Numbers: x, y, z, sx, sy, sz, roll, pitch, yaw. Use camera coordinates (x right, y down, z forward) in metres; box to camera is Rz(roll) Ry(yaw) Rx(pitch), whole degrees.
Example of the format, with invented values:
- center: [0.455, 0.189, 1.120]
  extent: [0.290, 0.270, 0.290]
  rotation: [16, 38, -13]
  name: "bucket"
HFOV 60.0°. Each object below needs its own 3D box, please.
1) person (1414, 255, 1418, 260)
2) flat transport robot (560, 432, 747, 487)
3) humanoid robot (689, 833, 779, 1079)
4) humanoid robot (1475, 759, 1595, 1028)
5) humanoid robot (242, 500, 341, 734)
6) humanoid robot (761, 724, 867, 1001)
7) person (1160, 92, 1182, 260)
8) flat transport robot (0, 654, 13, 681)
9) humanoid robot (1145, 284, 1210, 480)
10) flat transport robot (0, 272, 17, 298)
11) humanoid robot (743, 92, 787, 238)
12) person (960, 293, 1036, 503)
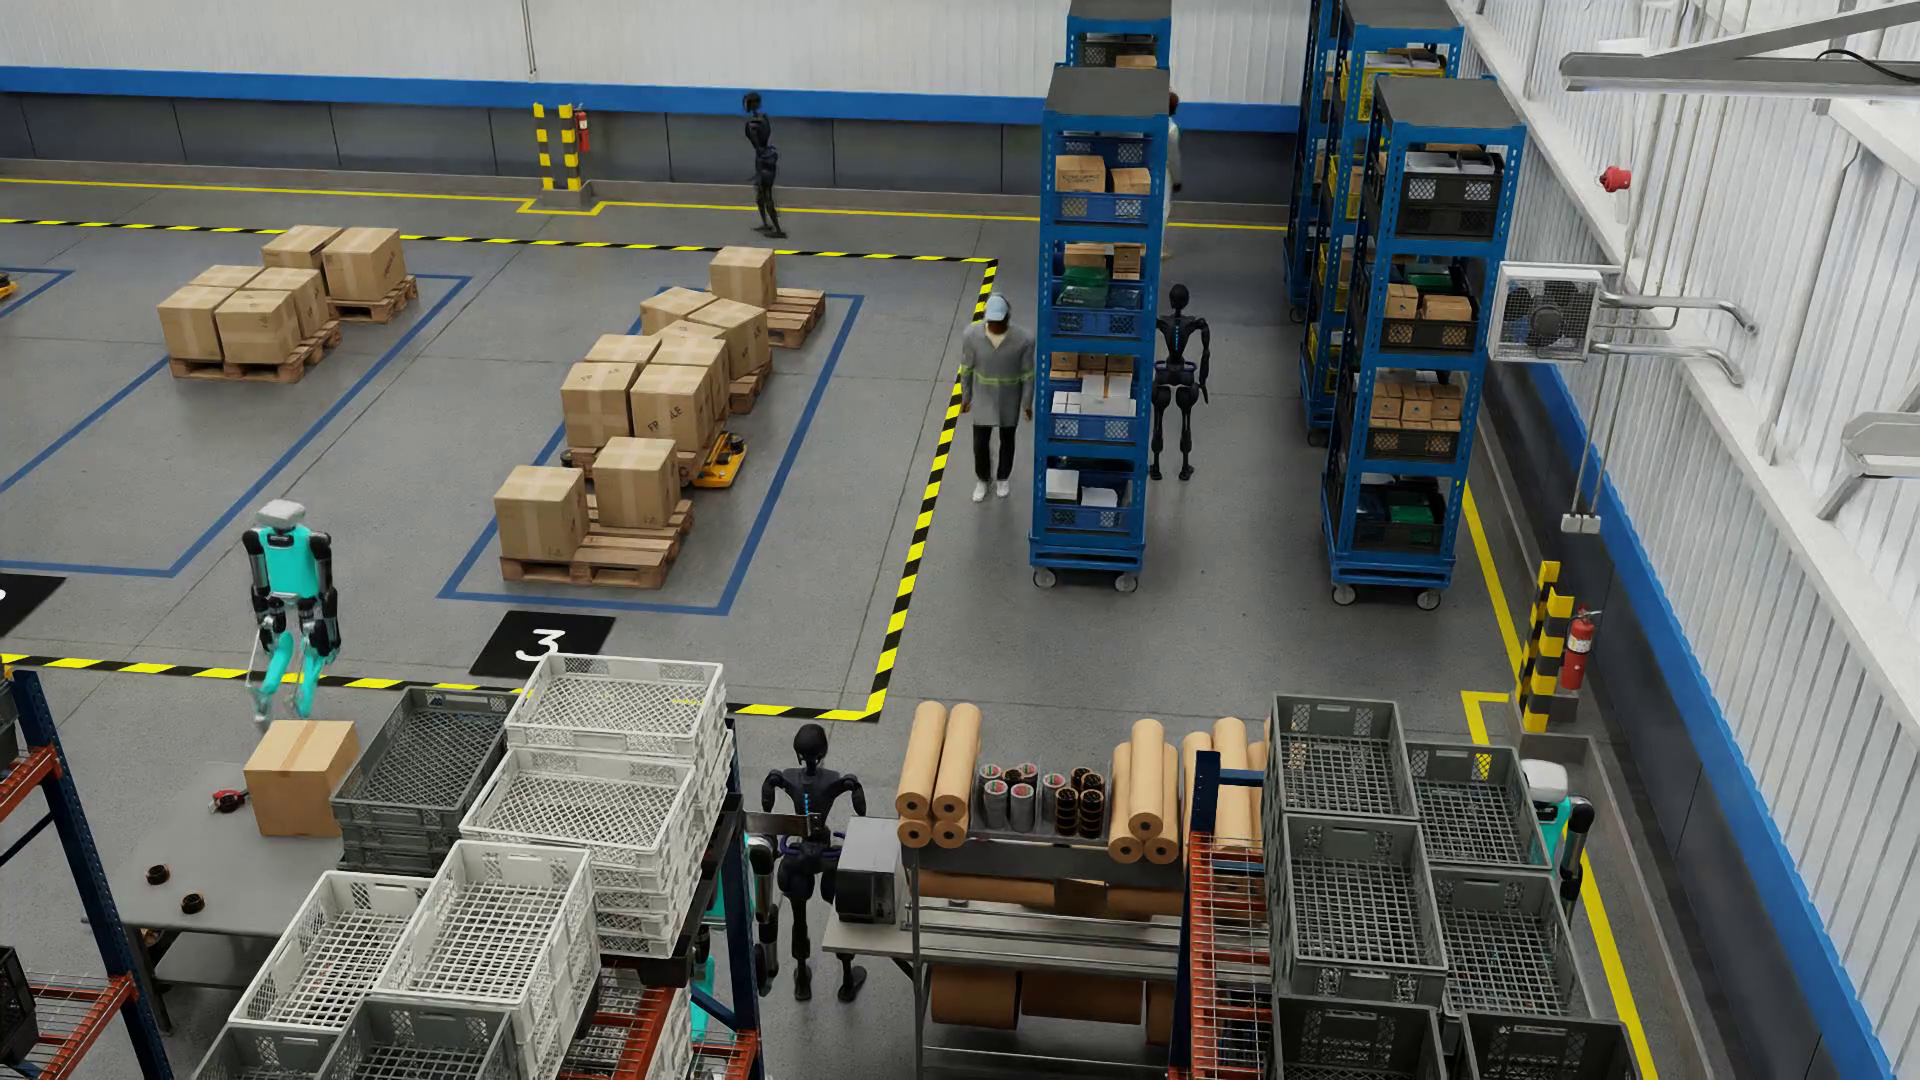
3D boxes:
- center: [3.970, -2.644, 15.555]
  extent: [0.634, 1.937, 0.351]
  rotation: [3, 30, 5]
  name: "person"
- center: [-2.554, -0.707, 13.861]
  extent: [1.431, 0.197, 0.652]
  rotation: [3, 30, 6]
  name: "flat transport robot"
- center: [-1.123, 2.030, 7.598]
  extent: [0.533, 1.673, 0.735]
  rotation: [3, 30, 6]
  name: "humanoid robot"
- center: [2.661, 1.884, 7.845]
  extent: [0.533, 1.677, 0.735]
  rotation: [3, 30, 6]
  name: "humanoid robot"
- center: [-4.060, 0.698, 10.031]
  extent: [0.541, 1.786, 0.779]
  rotation: [4, 30, 6]
  name: "humanoid robot"
- center: [-0.734, 1.637, 8.449]
  extent: [0.599, 1.655, 0.315]
  rotation: [3, 30, 6]
  name: "humanoid robot"
- center: [2.107, -3.944, 17.925]
  extent: [0.495, 1.808, 0.726]
  rotation: [-21, 36, -32]
  name: "person"
- center: [-7.142, 0.969, 11.010]
  extent: [1.431, 0.231, 0.659]
  rotation: [3, 30, 6]
  name: "flat transport robot"
- center: [1.720, -1.278, 13.456]
  extent: [0.599, 1.655, 0.315]
  rotation: [3, 30, 6]
  name: "humanoid robot"
- center: [-10.573, -2.580, 17.077]
  extent: [1.431, 0.197, 0.652]
  rotation: [3, 30, 6]
  name: "flat transport robot"
- center: [-2.177, -4.132, 18.380]
  extent: [0.427, 1.646, 0.613]
  rotation: [1, 30, 1]
  name: "humanoid robot"
- center: [0.296, -1.116, 13.056]
  extent: [0.590, 1.815, 0.600]
  rotation: [3, 30, 5]
  name: "person"
